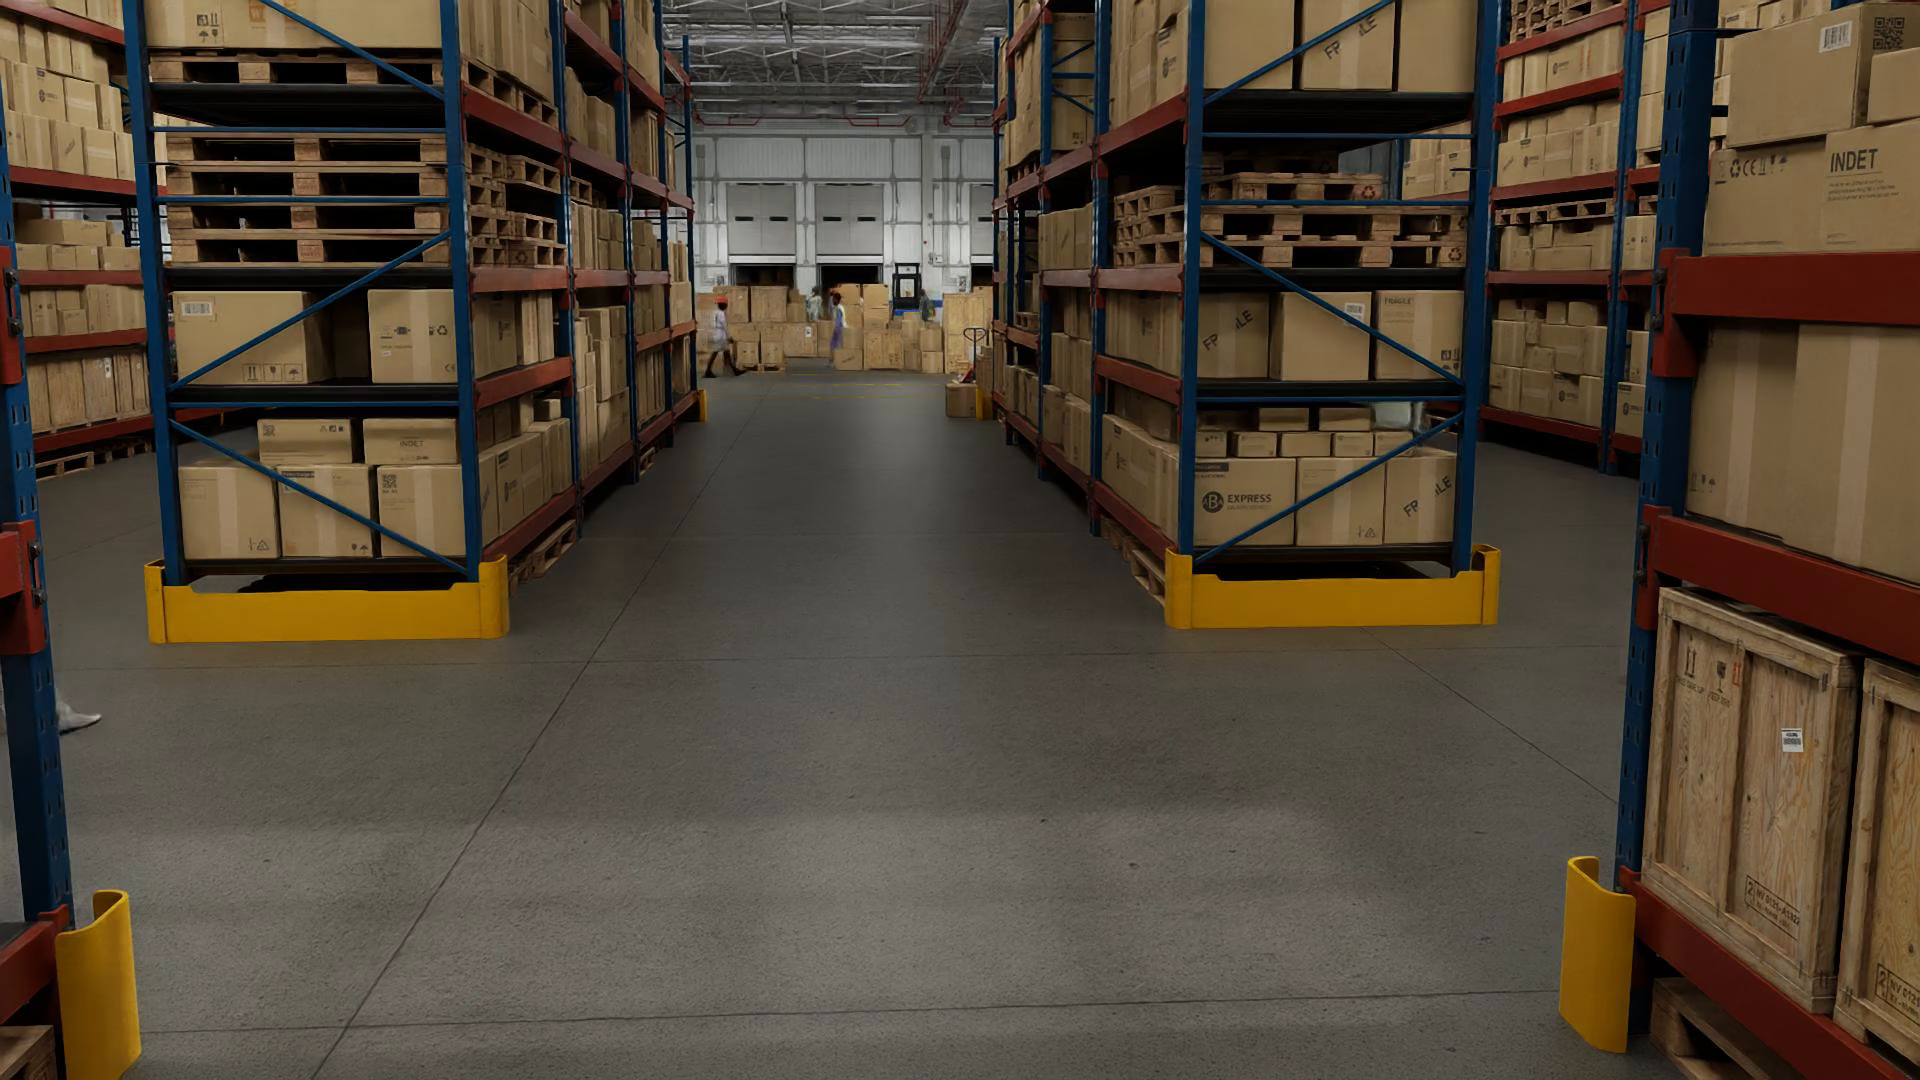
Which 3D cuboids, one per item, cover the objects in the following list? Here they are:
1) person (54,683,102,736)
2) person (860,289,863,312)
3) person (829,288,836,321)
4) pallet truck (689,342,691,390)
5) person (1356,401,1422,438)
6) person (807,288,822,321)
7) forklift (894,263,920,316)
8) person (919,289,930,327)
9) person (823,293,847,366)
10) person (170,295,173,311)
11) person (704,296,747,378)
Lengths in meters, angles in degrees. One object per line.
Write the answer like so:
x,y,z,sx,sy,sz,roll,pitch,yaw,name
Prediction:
-4.864,0.249,8.293,0.880,1.586,0.539,-2,9,-13,person
-3.753,-8.445,62.089,0.867,1.853,0.568,1,9,8,person
-4.686,-8.599,62.943,0.712,1.894,0.413,7,12,38,person
-5.225,-3.008,27.480,1.885,1.965,0.823,2,9,14,pallet truck
4.062,-1.132,15.660,0.619,2.018,0.830,-1,9,-6,person
-5.289,-8.278,60.874,0.634,1.912,0.849,6,11,34,person
-1.980,-9.006,62.380,1.129,2.768,1.873,-1,9,-4,forklift
-1.185,-7.731,57.483,1.000,1.901,0.641,4,10,21,person
-3.249,-5.417,42.919,0.797,1.892,0.616,-1,9,-6,person
-29.547,-8.629,62.785,0.382,1.994,0.613,1,9,4,person
-5.423,-4.651,38.152,1.006,1.878,0.546,-2,9,-12,person
